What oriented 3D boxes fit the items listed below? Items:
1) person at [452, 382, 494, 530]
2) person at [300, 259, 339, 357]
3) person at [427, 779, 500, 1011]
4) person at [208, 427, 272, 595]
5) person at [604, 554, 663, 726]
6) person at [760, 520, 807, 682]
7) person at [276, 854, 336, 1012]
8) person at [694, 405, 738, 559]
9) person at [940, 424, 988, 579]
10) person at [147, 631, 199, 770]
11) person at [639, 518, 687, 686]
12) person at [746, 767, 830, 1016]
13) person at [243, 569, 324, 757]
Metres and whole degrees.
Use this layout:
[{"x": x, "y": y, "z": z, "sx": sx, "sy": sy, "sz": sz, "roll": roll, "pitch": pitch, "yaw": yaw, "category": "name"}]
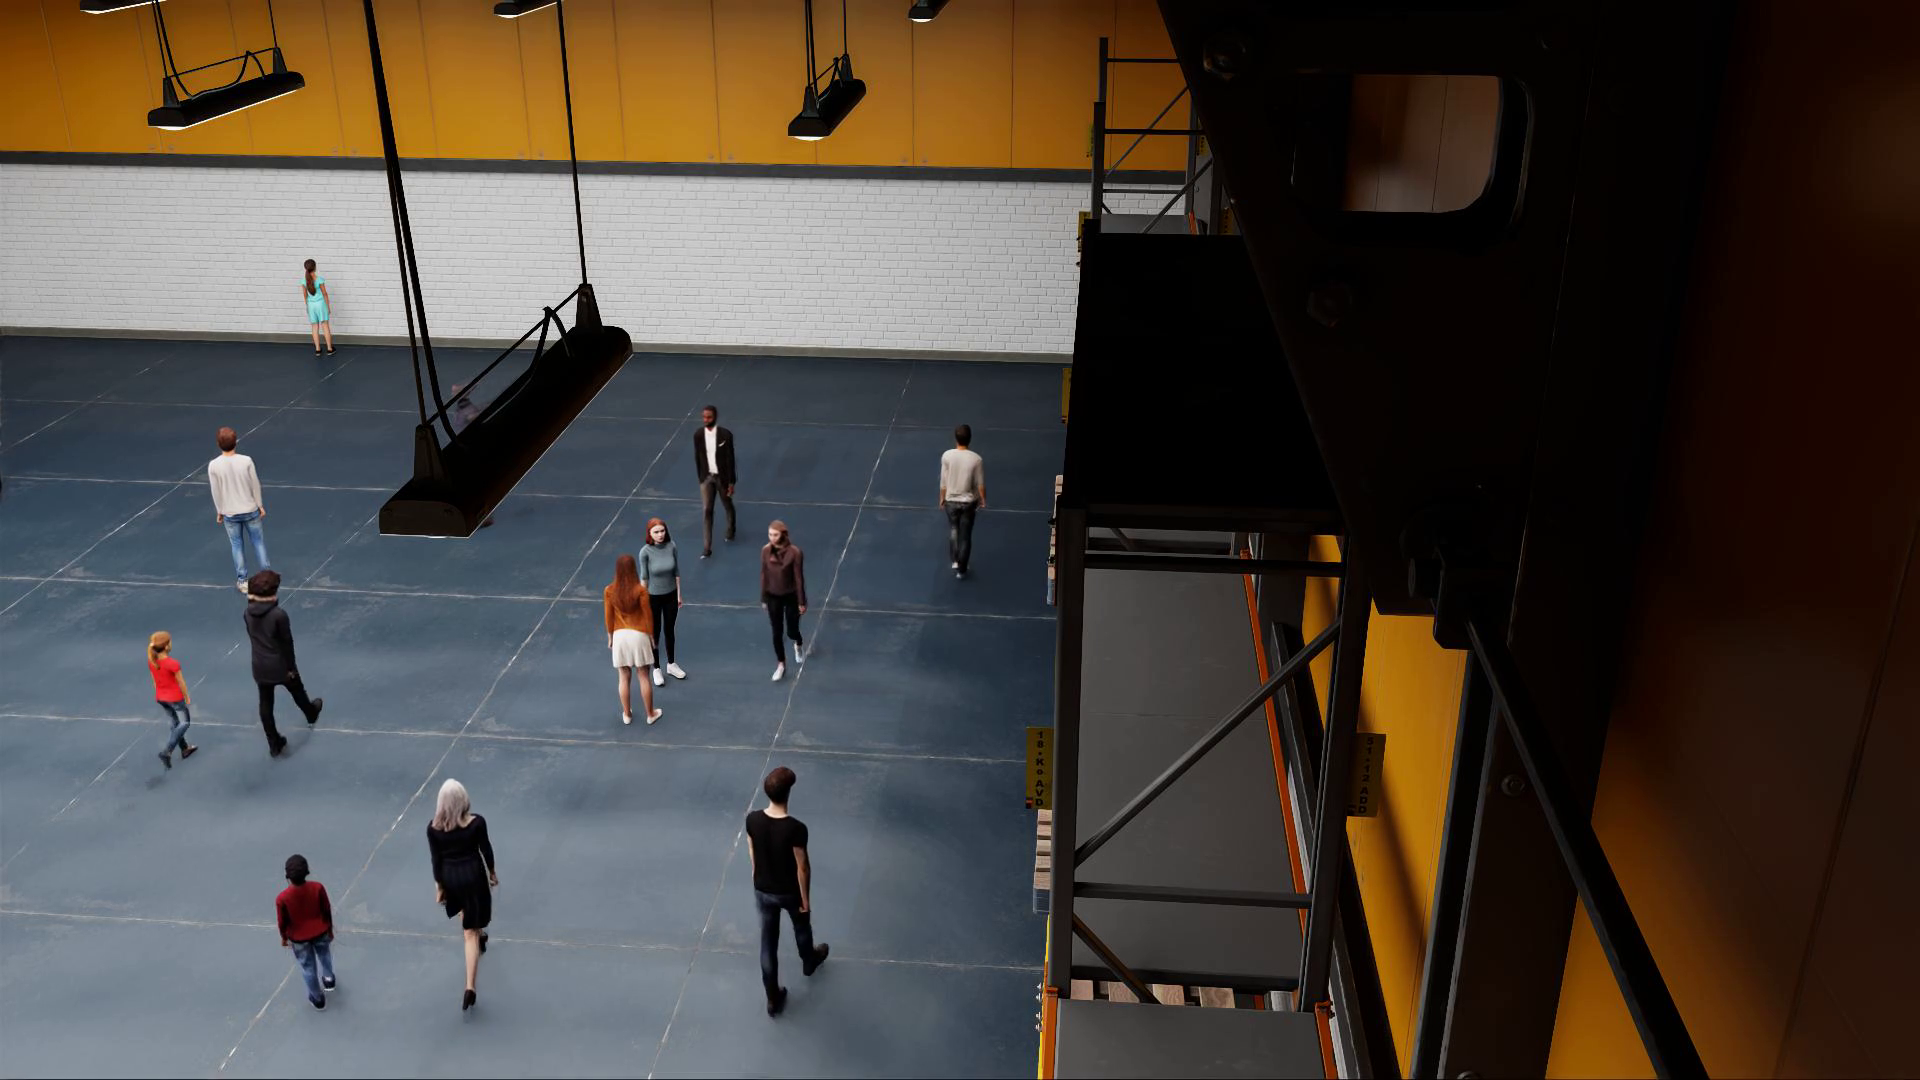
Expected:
[{"x": -5.900, "y": -1.047, "z": 20.109, "sx": 0.834, "sy": 1.835, "sz": 0.743, "roll": -15, "pitch": 28, "yaw": -30, "category": "person"}, {"x": -10.281, "y": -3.733, "z": 26.599, "sx": 0.578, "sy": 1.558, "sz": 0.580, "roll": -2, "pitch": 24, "yaw": -4, "category": "person"}, {"x": -3.575, "y": 2.567, "z": 12.024, "sx": 0.797, "sy": 1.689, "sz": 1.245, "roll": -4, "pitch": 24, "yaw": -9, "category": "person"}, {"x": -7.951, "y": -0.328, "z": 18.377, "sx": 0.747, "sy": 1.904, "sz": 0.735, "roll": -8, "pitch": 25, "yaw": -18, "category": "person"}, {"x": -3.103, "y": 0.943, "z": 15.697, "sx": 0.601, "sy": 1.722, "sz": 0.554, "roll": 1, "pitch": 24, "yaw": 3, "category": "person"}, {"x": -1.730, "y": 0.562, "z": 16.606, "sx": 0.699, "sy": 1.693, "sz": 0.792, "roll": 6, "pitch": 24, "yaw": 13, "category": "person"}, {"x": -4.668, "y": 2.841, "z": 11.950, "sx": 0.626, "sy": 1.246, "sz": 0.686, "roll": -18, "pitch": 29, "yaw": -35, "category": "person"}, {"x": -2.810, "y": -0.722, "z": 19.472, "sx": 0.660, "sy": 1.751, "sz": 1.162, "roll": 3, "pitch": 24, "yaw": 6, "category": "person"}, {"x": -0.005, "y": -0.401, "z": 18.676, "sx": 0.707, "sy": 1.799, "sz": 0.670, "roll": 6, "pitch": 24, "yaw": 13, "category": "person"}, {"x": -7.176, "y": 1.464, "z": 15.039, "sx": 0.555, "sy": 1.296, "sz": 0.796, "roll": 7, "pitch": 24, "yaw": 15, "category": "person"}, {"x": -2.961, "y": 0.586, "z": 16.487, "sx": 0.670, "sy": 1.743, "sz": 0.719, "roll": -16, "pitch": 28, "yaw": -32, "category": "person"}, {"x": -1.327, "y": 2.545, "z": 11.851, "sx": 0.812, "sy": 1.868, "sz": 1.065, "roll": 6, "pitch": 24, "yaw": 13, "category": "person"}, {"x": -6.306, "y": 1.164, "z": 15.171, "sx": 0.609, "sy": 1.739, "sz": 1.012, "roll": 2, "pitch": 24, "yaw": 4, "category": "person"}]
